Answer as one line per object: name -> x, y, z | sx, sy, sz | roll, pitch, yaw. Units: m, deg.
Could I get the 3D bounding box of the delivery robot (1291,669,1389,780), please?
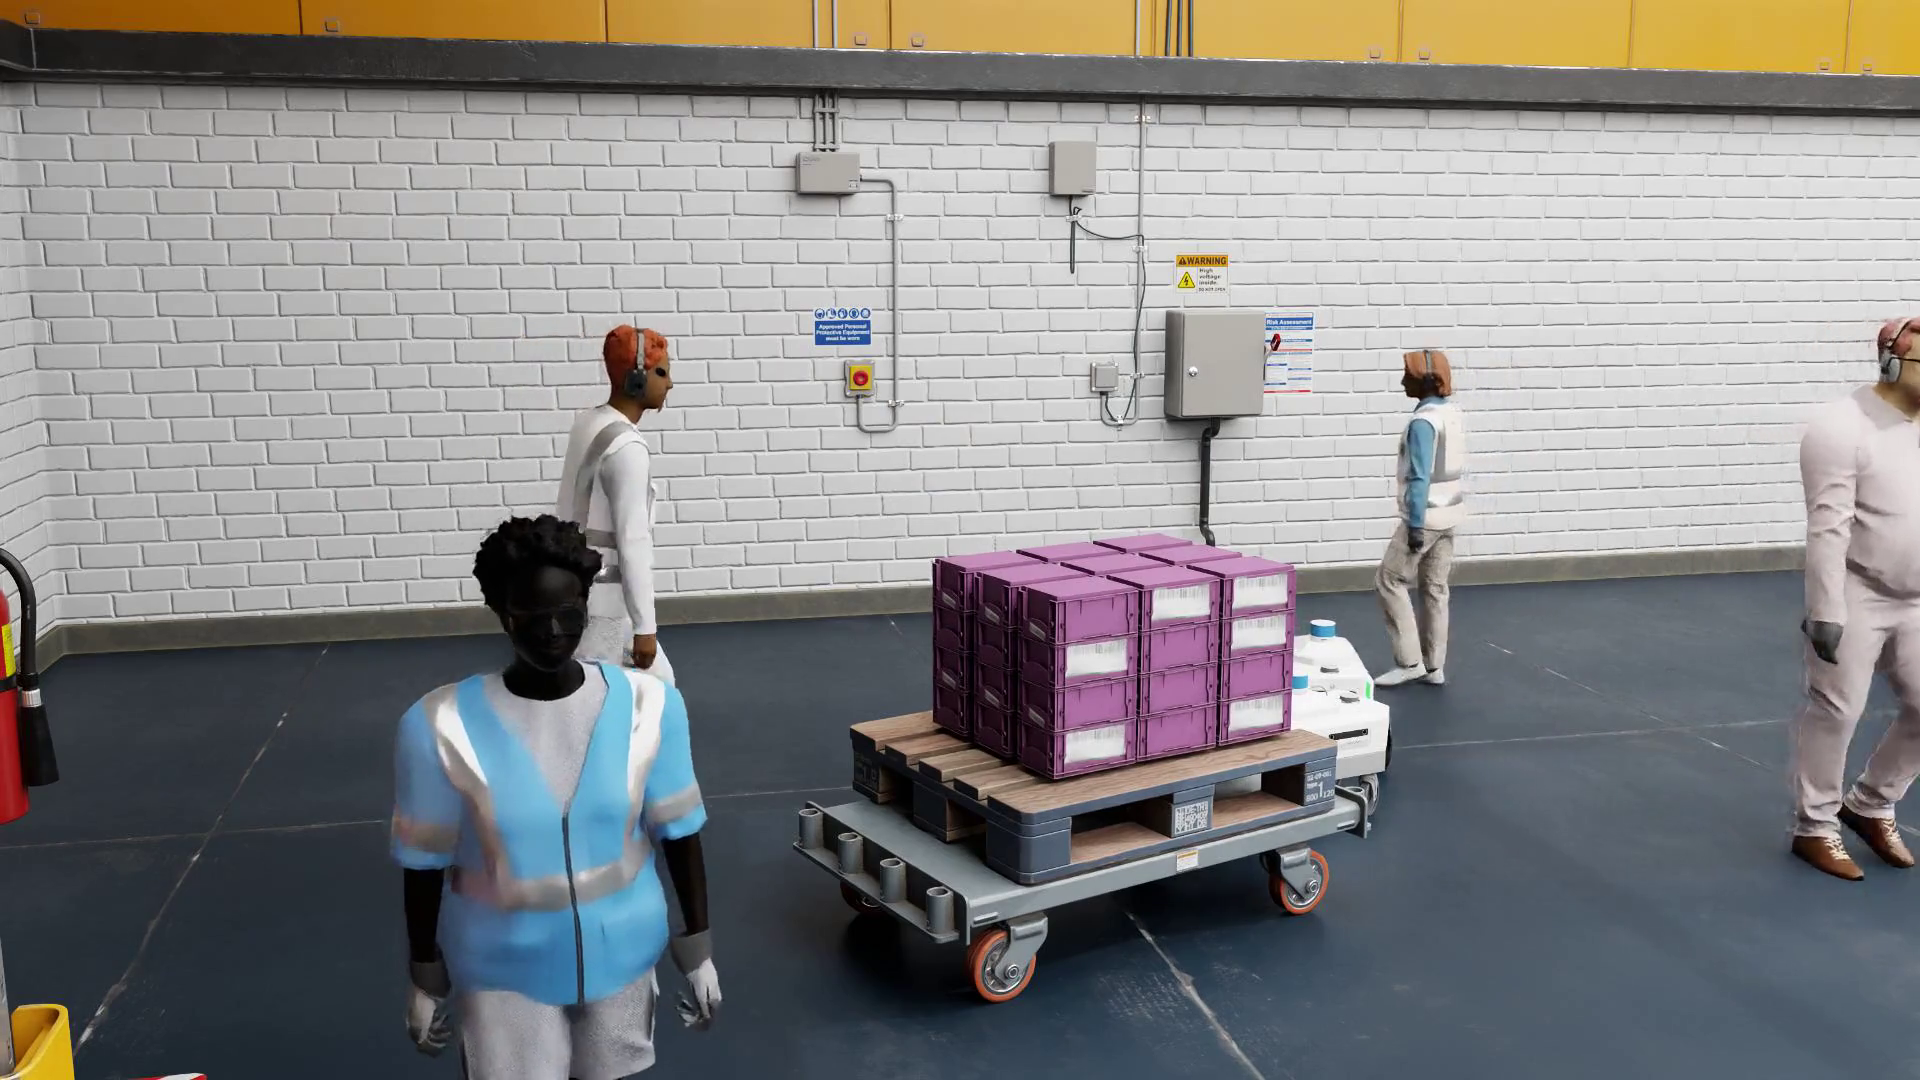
delivery robot -> 1.225, 0.717, 6.117 | 0.707, 0.478, 0.477 | -5, 11, -26

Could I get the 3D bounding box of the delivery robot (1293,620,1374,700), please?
delivery robot -> 1.498, 0.575, 6.904 | 0.477, 0.478, 0.707 | 1, 10, 5

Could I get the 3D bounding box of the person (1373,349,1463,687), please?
person -> 2.182, -0.091, 7.894 | 0.406, 1.628, 0.564 | 7, 12, 34

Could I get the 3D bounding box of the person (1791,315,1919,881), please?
person -> 3.052, 0.208, 5.511 | 0.652, 1.891, 0.456 | -2, 11, -13

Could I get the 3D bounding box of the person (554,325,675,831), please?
person -> -1.157, 0.201, 5.654 | 0.750, 1.842, 0.594 | -4, 11, -21

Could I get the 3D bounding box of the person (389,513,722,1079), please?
person -> -0.683, 0.782, 2.941 | 0.552, 1.648, 0.843 | -5, 12, -27
